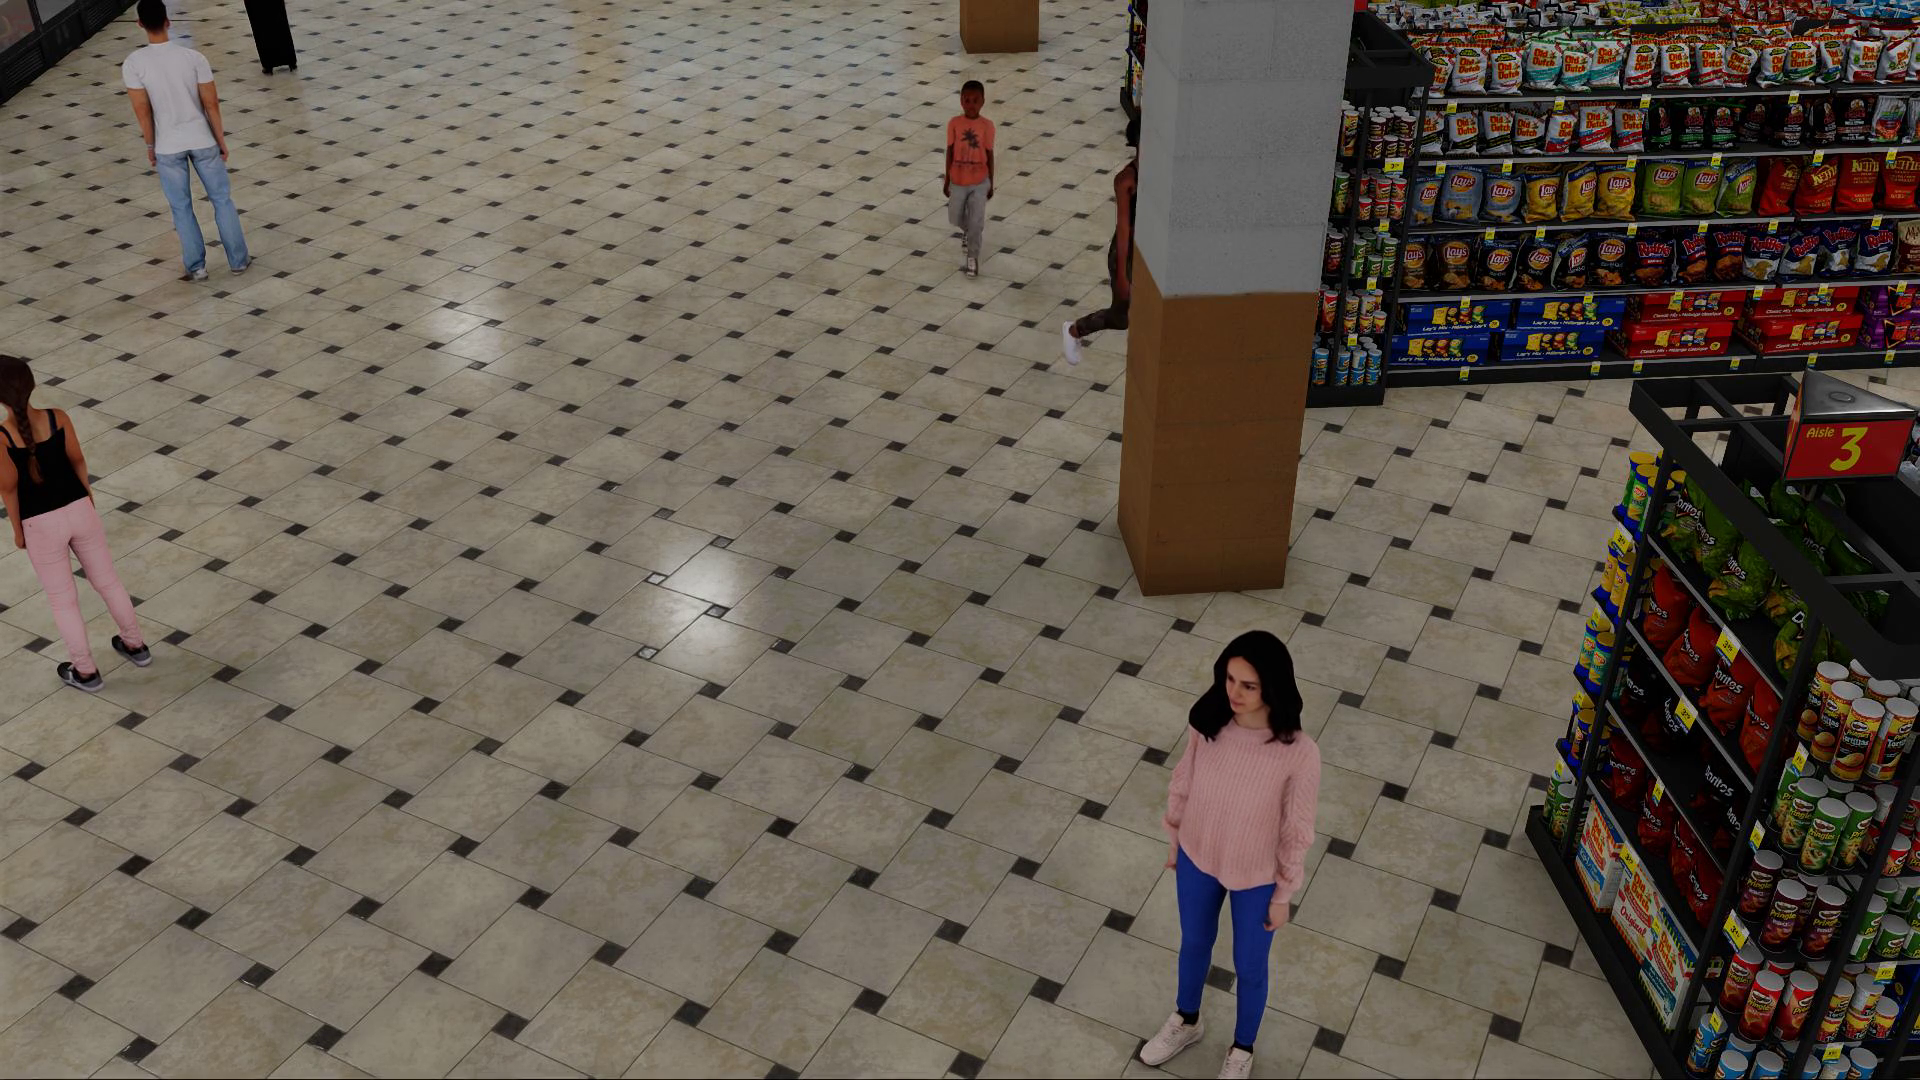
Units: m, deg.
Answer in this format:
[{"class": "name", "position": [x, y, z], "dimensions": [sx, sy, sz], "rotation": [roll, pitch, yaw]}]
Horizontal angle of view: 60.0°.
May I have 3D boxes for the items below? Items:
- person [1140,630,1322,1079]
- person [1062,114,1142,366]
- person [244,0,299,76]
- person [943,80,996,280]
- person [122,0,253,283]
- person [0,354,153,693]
[{"class": "person", "position": [0.851, 1.016, 5.169], "dimensions": [0.714, 1.770, 0.773], "rotation": [24, 39, 33]}, {"class": "person", "position": [0.922, -1.594, 9.453], "dimensions": [1.022, 1.674, 1.008], "rotation": [27, 41, 36]}, {"class": "person", "position": [-6.339, -5.038, 15.052], "dimensions": [0.585, 1.606, 0.711], "rotation": [-17, 36, -25]}, {"class": "person", "position": [0.069, -2.444, 11.176], "dimensions": [0.752, 1.296, 0.686], "rotation": [7, 33, 11]}, {"class": "person", "position": [-5.095, -2.621, 10.924], "dimensions": [0.632, 1.864, 0.805], "rotation": [-15, 35, -22]}, {"class": "person", "position": [-3.850, -0.076, 7.119], "dimensions": [0.650, 1.562, 0.593], "rotation": [23, 38, 32]}]
